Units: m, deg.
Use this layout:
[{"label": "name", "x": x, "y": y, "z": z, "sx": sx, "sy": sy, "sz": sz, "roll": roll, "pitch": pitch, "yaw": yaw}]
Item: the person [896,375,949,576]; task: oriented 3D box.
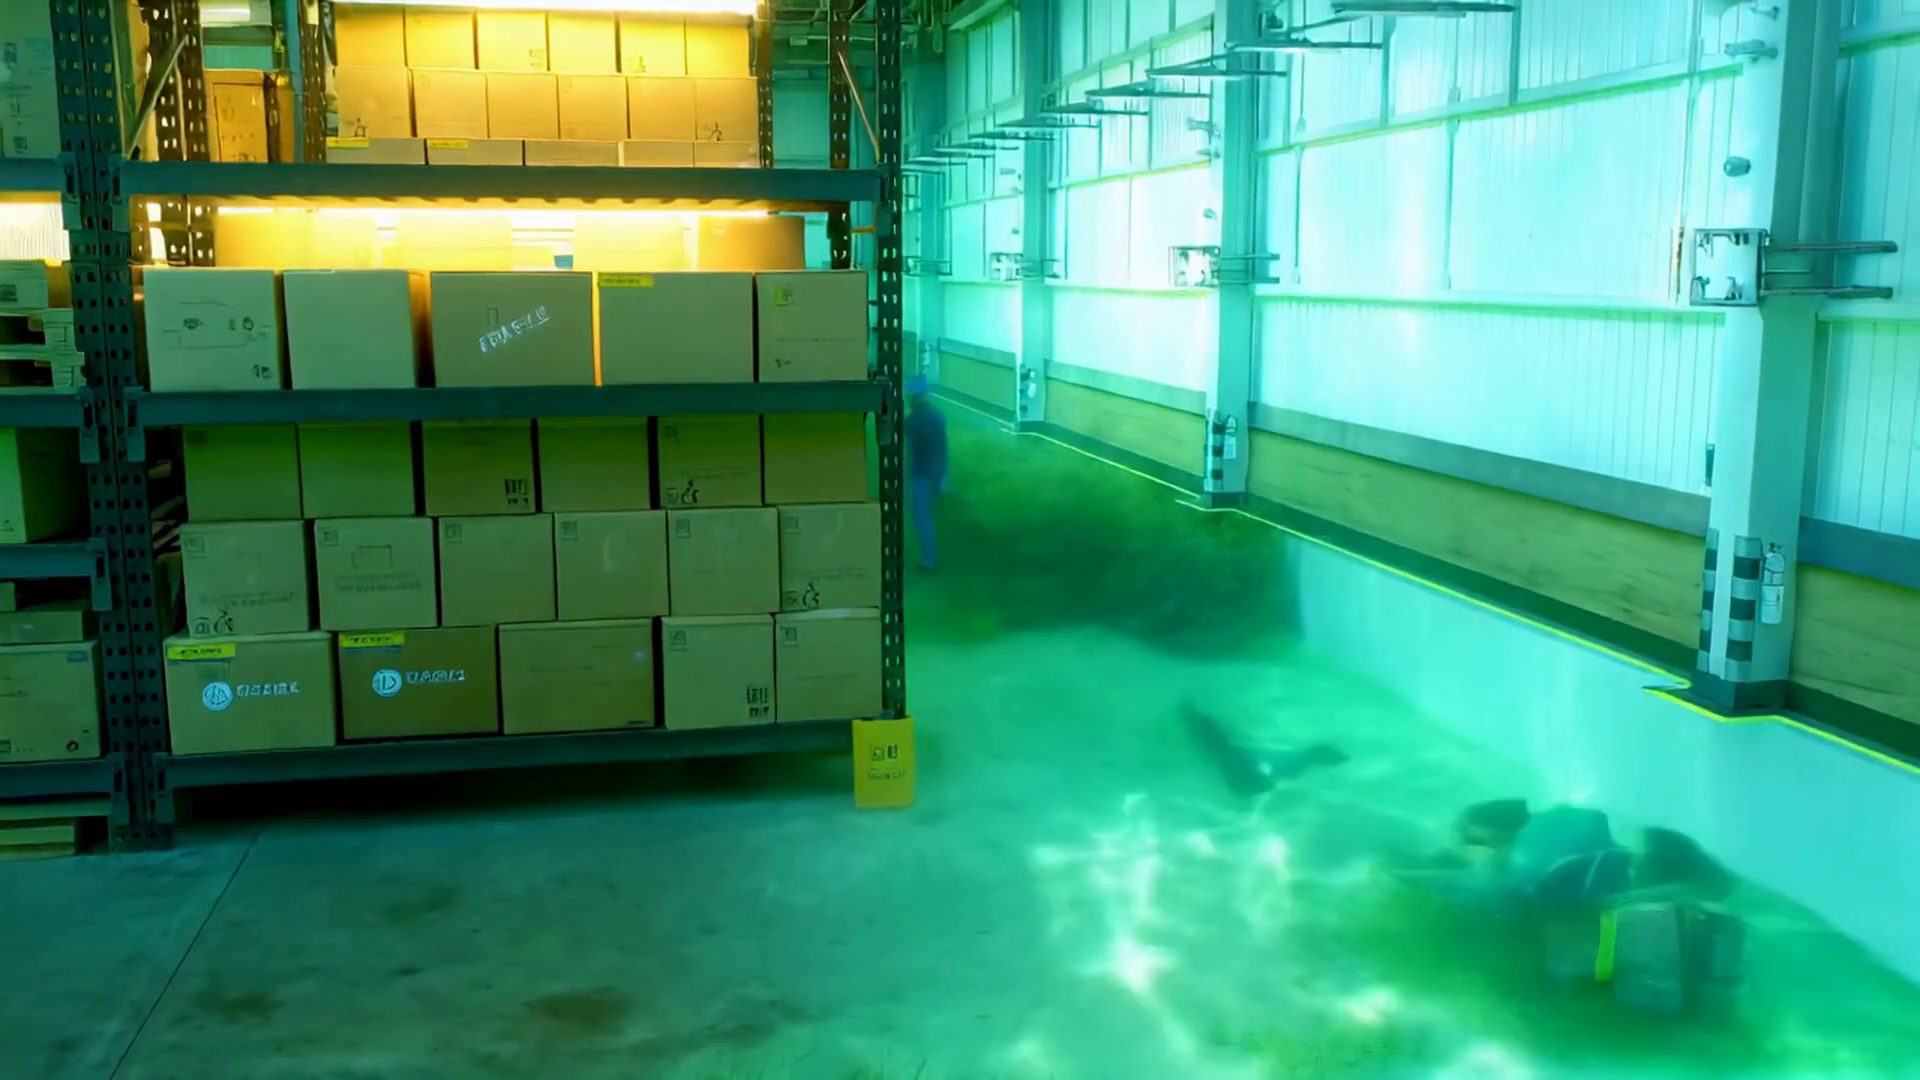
[{"label": "person", "x": -0.404, "y": -0.629, "z": 16.368, "sx": 0.529, "sy": 1.974, "sz": 0.641, "roll": 8, "pitch": 12, "yaw": 41}]

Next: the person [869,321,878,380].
[{"label": "person", "x": -2.220, "y": -4.460, "z": 40.440, "sx": 0.561, "sy": 1.743, "sz": 0.336, "roll": -2, "pitch": 10, "yaw": -14}]
